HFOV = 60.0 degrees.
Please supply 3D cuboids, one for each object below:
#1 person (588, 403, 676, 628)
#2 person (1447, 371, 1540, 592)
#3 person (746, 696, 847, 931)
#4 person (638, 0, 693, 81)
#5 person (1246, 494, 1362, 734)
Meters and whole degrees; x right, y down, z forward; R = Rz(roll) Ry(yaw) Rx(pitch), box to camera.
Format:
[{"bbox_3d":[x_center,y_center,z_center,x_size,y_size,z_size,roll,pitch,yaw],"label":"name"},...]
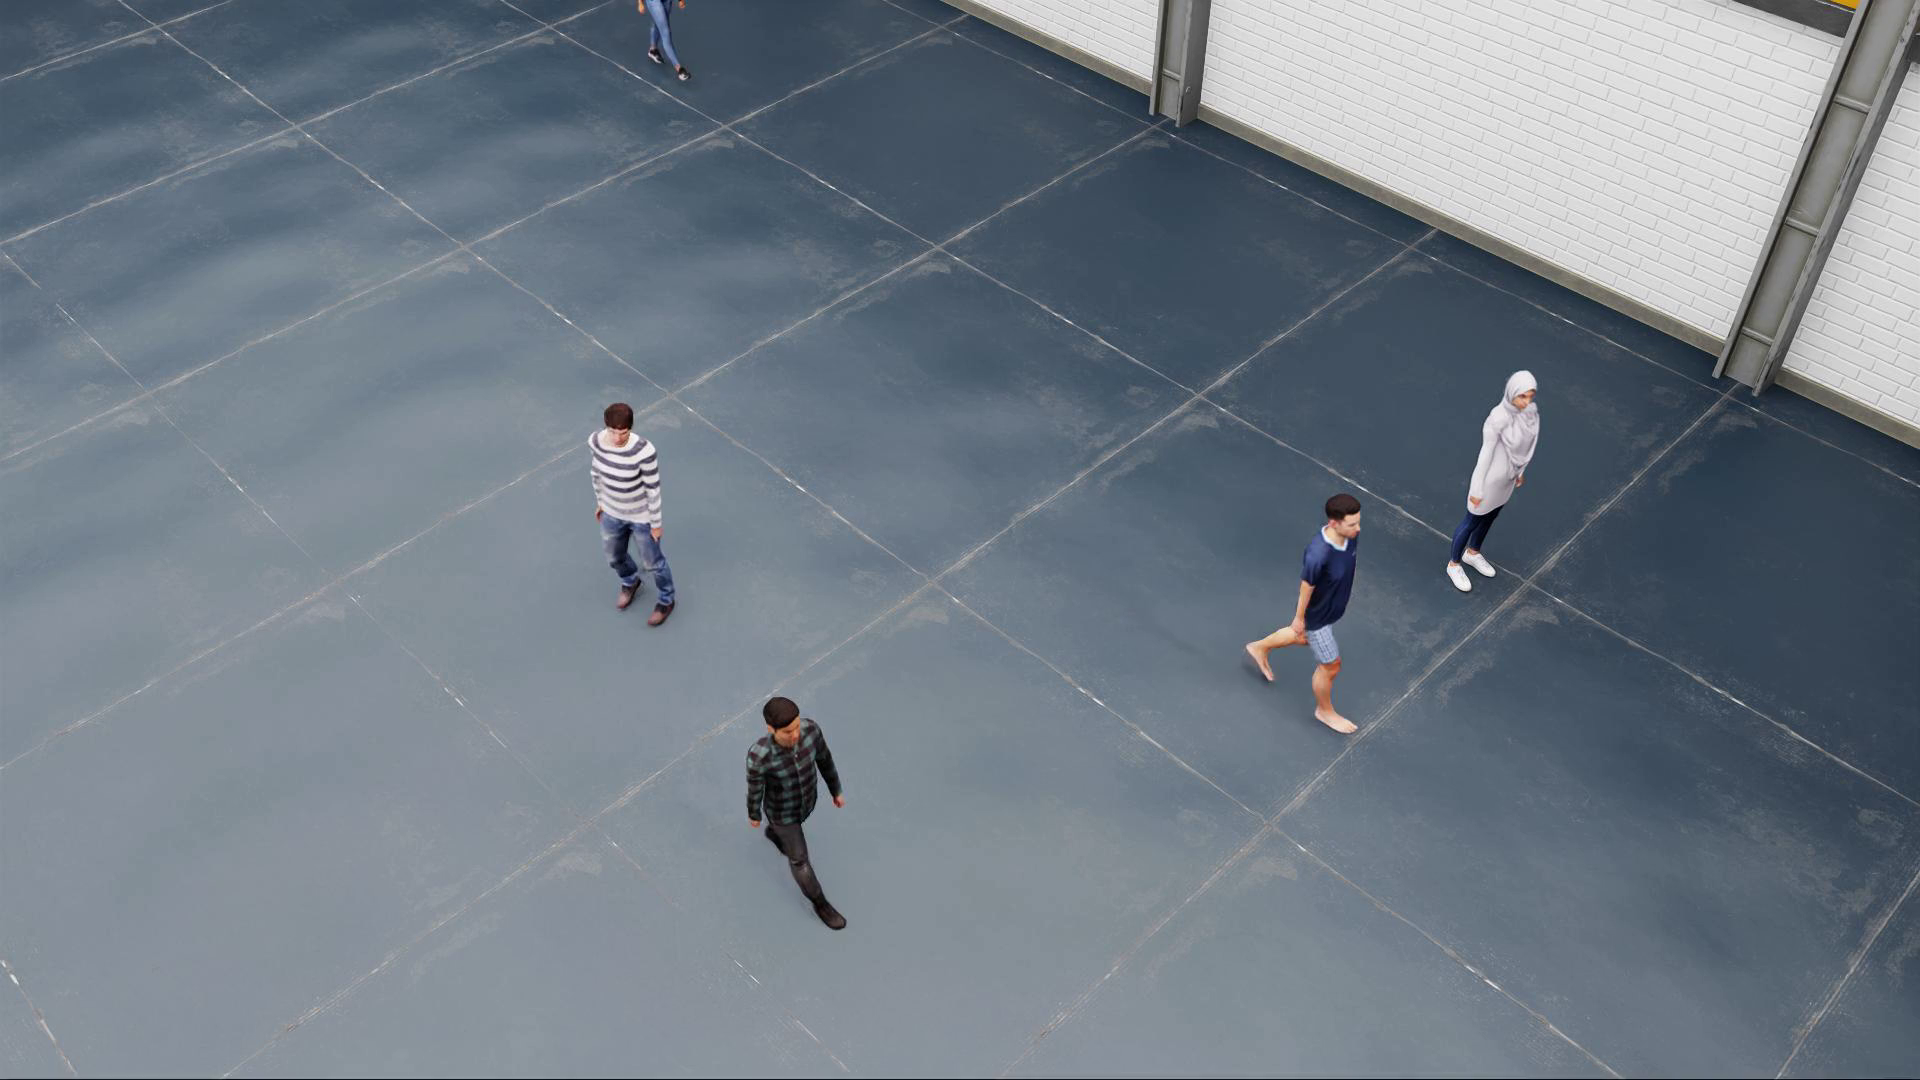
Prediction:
[{"bbox_3d":[-2.170,-0.209,11.033,0.671,1.837,0.810,20,47,20],"label":"person"},{"bbox_3d":[3.634,-0.421,11.300,0.659,1.776,0.596,-24,49,-23],"label":"person"},{"bbox_3d":[-1.005,1.425,9.561,0.704,1.672,1.094,-33,52,-29],"label":"person"},{"bbox_3d":[-3.071,-5.484,16.764,0.666,1.571,1.089,-29,51,-27],"label":"person"},{"bbox_3d":[2.198,0.383,10.427,1.138,1.817,0.677,30,51,28],"label":"person"}]
